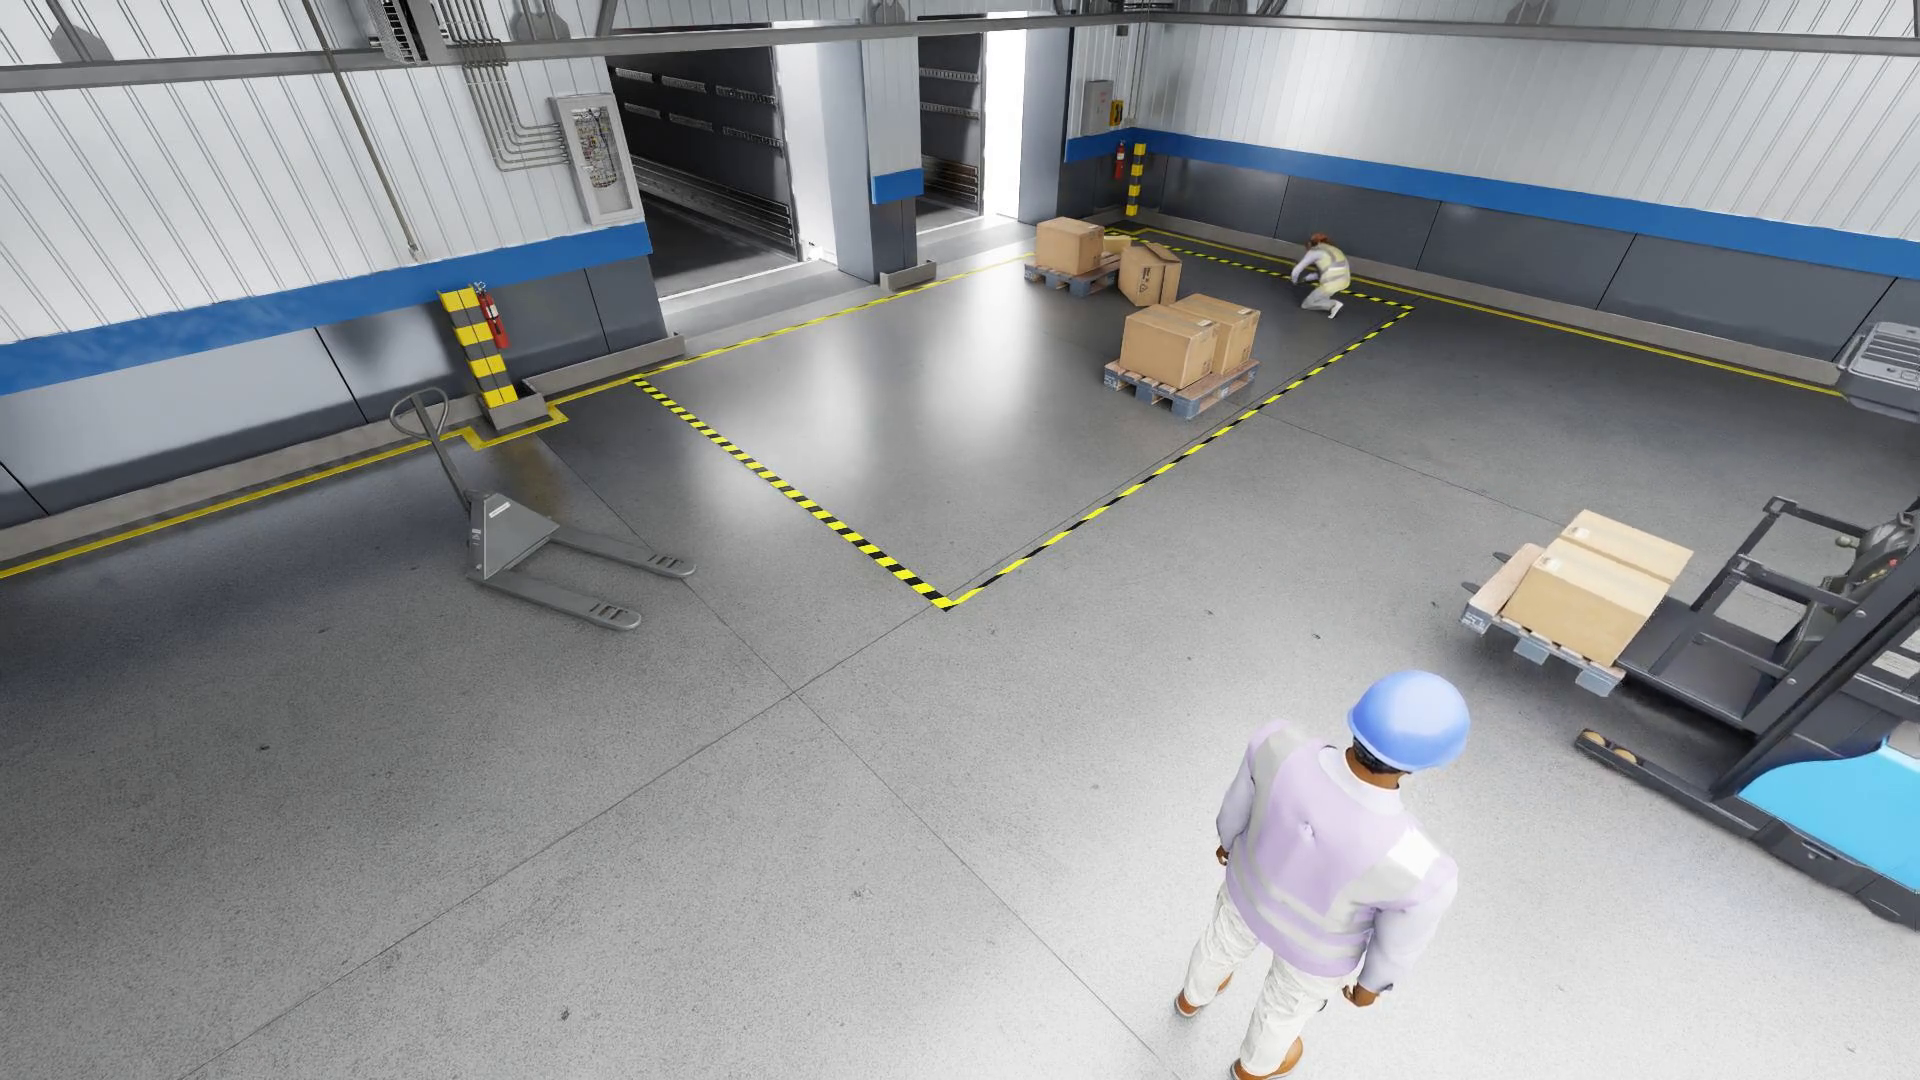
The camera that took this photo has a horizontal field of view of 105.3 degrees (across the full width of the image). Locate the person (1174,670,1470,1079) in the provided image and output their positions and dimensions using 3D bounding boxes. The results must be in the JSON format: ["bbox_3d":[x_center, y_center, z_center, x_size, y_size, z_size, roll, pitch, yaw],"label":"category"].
[{"bbox_3d":[1.046,1.110,2.258,0.399,1.945,0.613,-21,42,-25],"label":"person"}]

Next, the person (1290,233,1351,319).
[{"bbox_3d":[4.295,-3.117,8.704,0.640,0.827,0.874,-15,40,-19],"label":"person"}]

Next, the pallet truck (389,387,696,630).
[{"bbox_3d":[-2.613,-0.247,4.593,1.601,1.201,0.680,14,40,17],"label":"pallet truck"}]

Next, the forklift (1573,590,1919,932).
[{"bbox_3d":[4.041,0.557,2.898,0.716,2.013,0.776,-26,45,-30],"label":"forklift"}]
